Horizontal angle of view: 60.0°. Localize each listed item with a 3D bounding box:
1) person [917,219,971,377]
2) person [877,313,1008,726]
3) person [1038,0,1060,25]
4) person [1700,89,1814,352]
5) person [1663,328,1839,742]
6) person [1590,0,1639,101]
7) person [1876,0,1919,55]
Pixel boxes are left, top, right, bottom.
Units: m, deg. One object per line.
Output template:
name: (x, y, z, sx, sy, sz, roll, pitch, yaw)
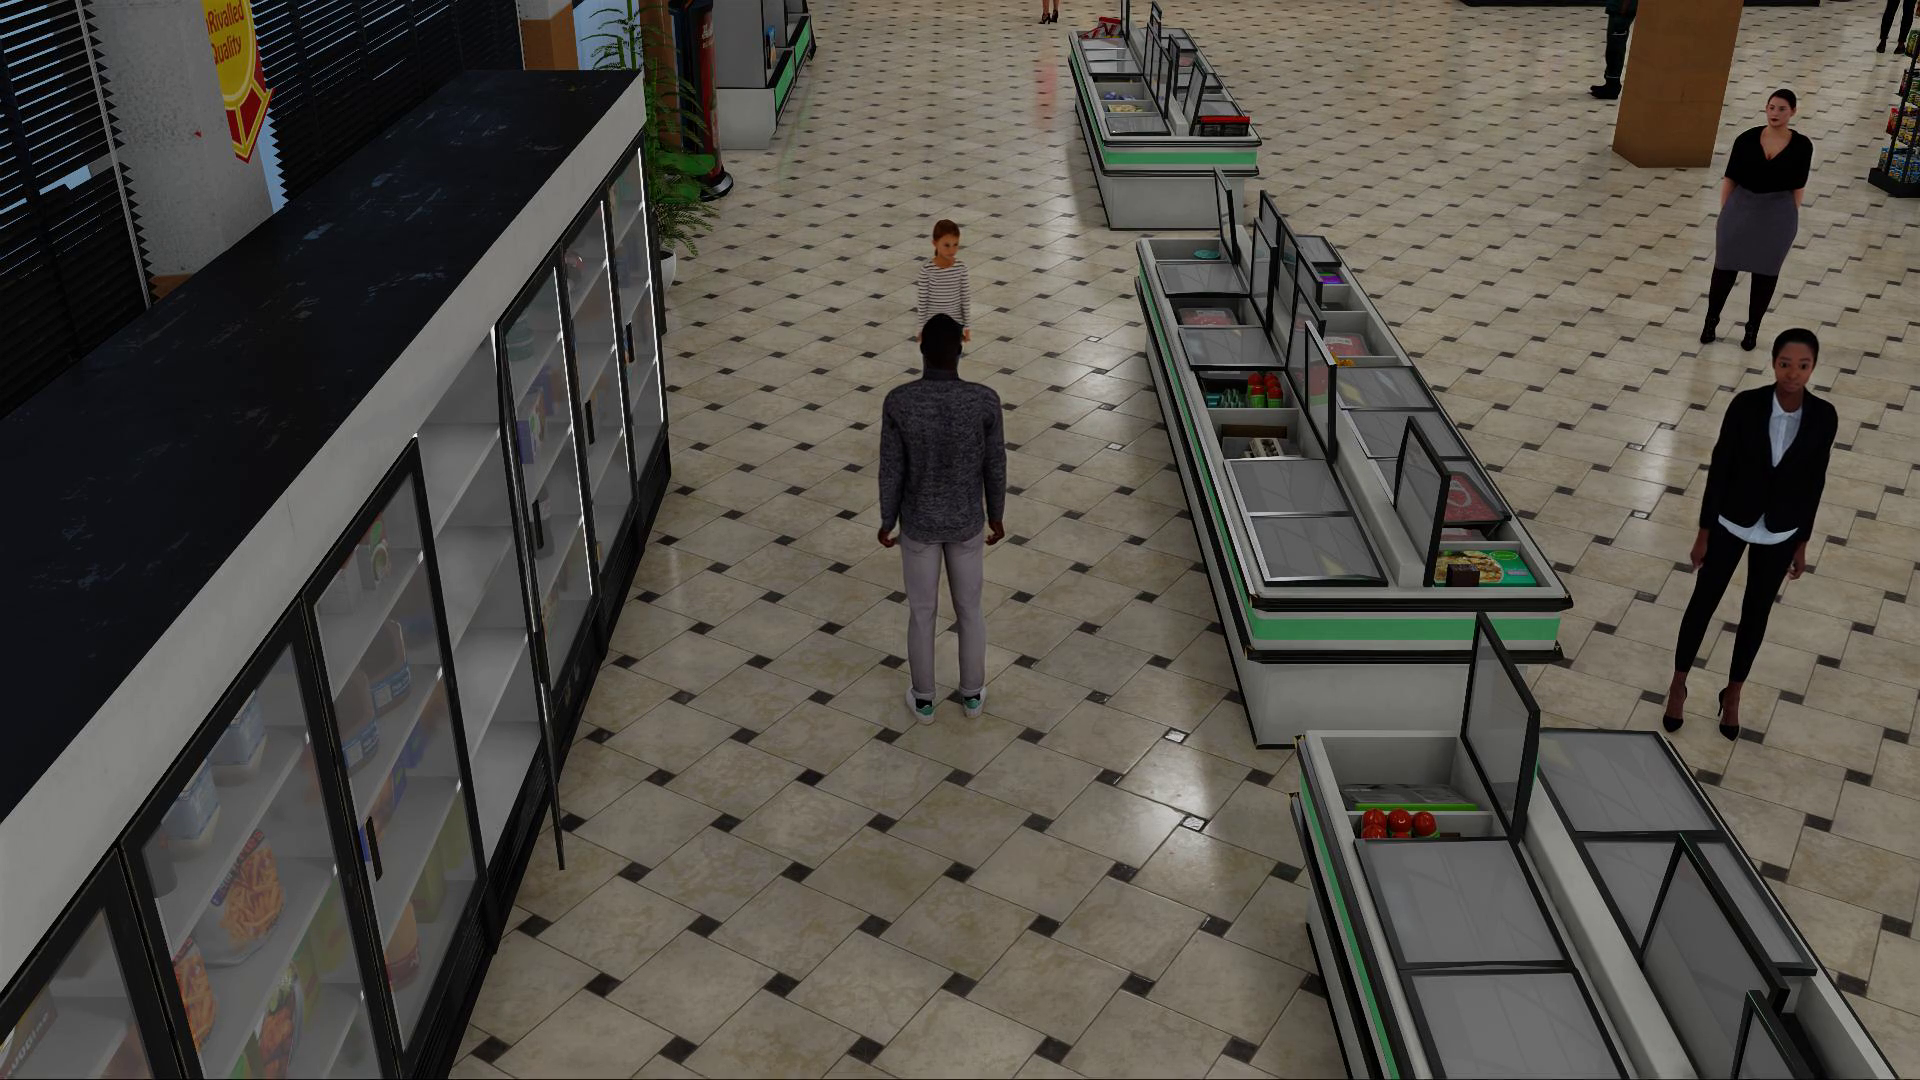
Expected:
person: (-0.111, -1.278, 9.966, 0.533, 1.311, 0.562, -8, 28, -15)
person: (-0.078, -0.071, 7.004, 0.719, 1.838, 0.573, -3, 27, -6)
person: (1.203, -7.933, 22.628, 0.665, 1.728, 0.717, -22, 34, -36)
person: (5.365, -2.152, 11.195, 0.776, 1.759, 0.788, 15, 30, 26)
person: (3.265, -0.002, 6.871, 0.652, 1.834, 0.624, 9, 28, 16)
person: (7.294, -5.819, 18.337, 0.816, 1.839, 0.650, 8, 28, 16)
person: (11.798, -7.012, 20.713, 0.747, 1.819, 0.774, 19, 33, 33)
